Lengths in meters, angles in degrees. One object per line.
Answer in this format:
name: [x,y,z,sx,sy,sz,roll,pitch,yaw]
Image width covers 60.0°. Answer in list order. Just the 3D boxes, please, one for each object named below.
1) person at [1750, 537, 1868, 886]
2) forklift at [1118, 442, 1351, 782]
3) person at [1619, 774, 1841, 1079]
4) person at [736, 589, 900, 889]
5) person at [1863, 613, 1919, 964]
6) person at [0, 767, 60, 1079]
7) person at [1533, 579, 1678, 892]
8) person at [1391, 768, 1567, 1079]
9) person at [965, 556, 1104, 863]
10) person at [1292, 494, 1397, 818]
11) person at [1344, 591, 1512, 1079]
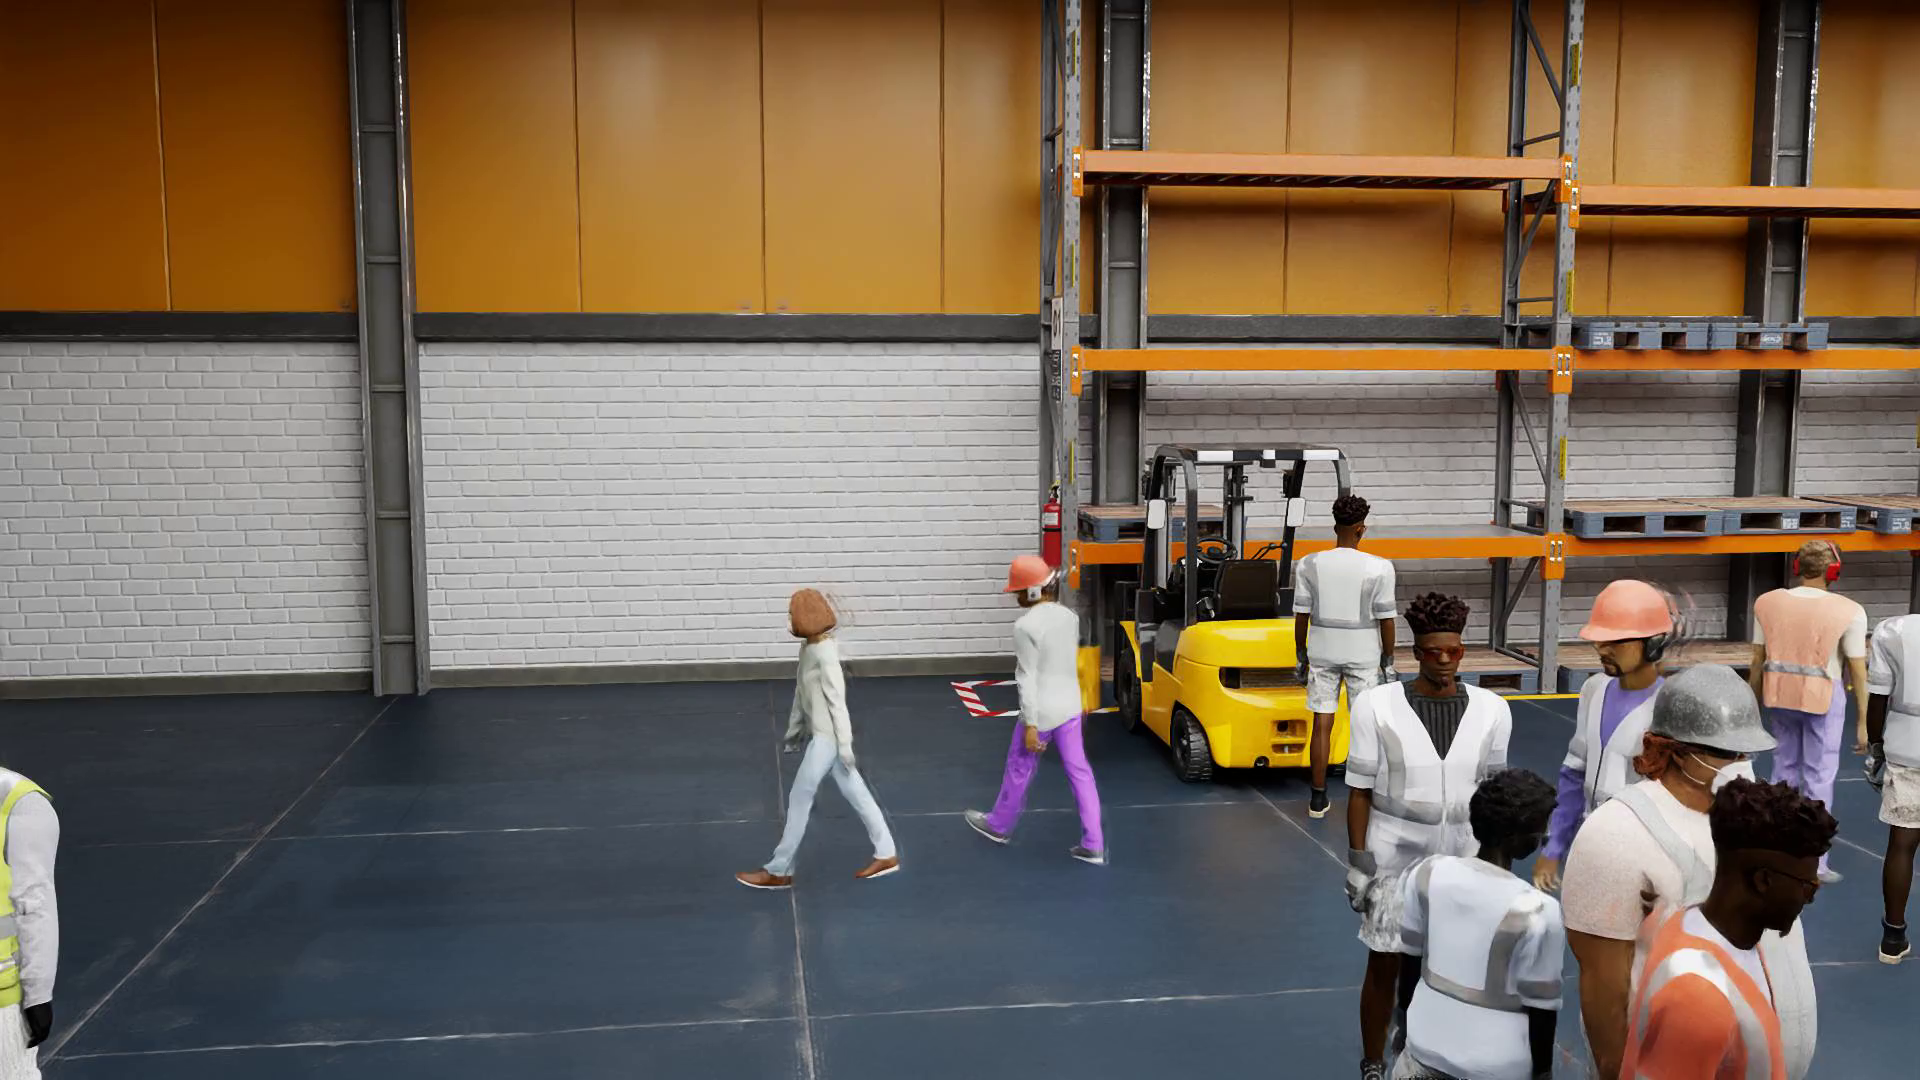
person: [4.467,0.903,8.786,0.388,1.844,0.586,-5,8,-39]
forklift: [1.912,0.418,11.496,1.214,2.155,2.313,-1,7,-8]
person: [1.694,1.454,3.674,0.969,1.902,0.604,3,7,24]
person: [-0.716,1.037,8.730,0.883,1.578,0.487,-1,7,-12]
person: [4.447,0.981,7.556,0.613,1.963,0.362,6,9,42]
person: [-2.999,1.349,4.948,0.638,1.829,0.429,0,7,1]
person: [2.280,1.143,5.866,0.533,2.024,0.628,-1,7,-9]
person: [1.406,1.461,4.712,0.450,1.665,0.604,-4,8,-34]
person: [0.437,0.921,9.253,0.921,1.681,0.599,6,9,44]
person: [2.309,0.703,9.983,0.613,1.963,0.361,3,7,25]
person: [1.688,1.156,6.015,0.600,1.967,0.368,0,7,-2]
